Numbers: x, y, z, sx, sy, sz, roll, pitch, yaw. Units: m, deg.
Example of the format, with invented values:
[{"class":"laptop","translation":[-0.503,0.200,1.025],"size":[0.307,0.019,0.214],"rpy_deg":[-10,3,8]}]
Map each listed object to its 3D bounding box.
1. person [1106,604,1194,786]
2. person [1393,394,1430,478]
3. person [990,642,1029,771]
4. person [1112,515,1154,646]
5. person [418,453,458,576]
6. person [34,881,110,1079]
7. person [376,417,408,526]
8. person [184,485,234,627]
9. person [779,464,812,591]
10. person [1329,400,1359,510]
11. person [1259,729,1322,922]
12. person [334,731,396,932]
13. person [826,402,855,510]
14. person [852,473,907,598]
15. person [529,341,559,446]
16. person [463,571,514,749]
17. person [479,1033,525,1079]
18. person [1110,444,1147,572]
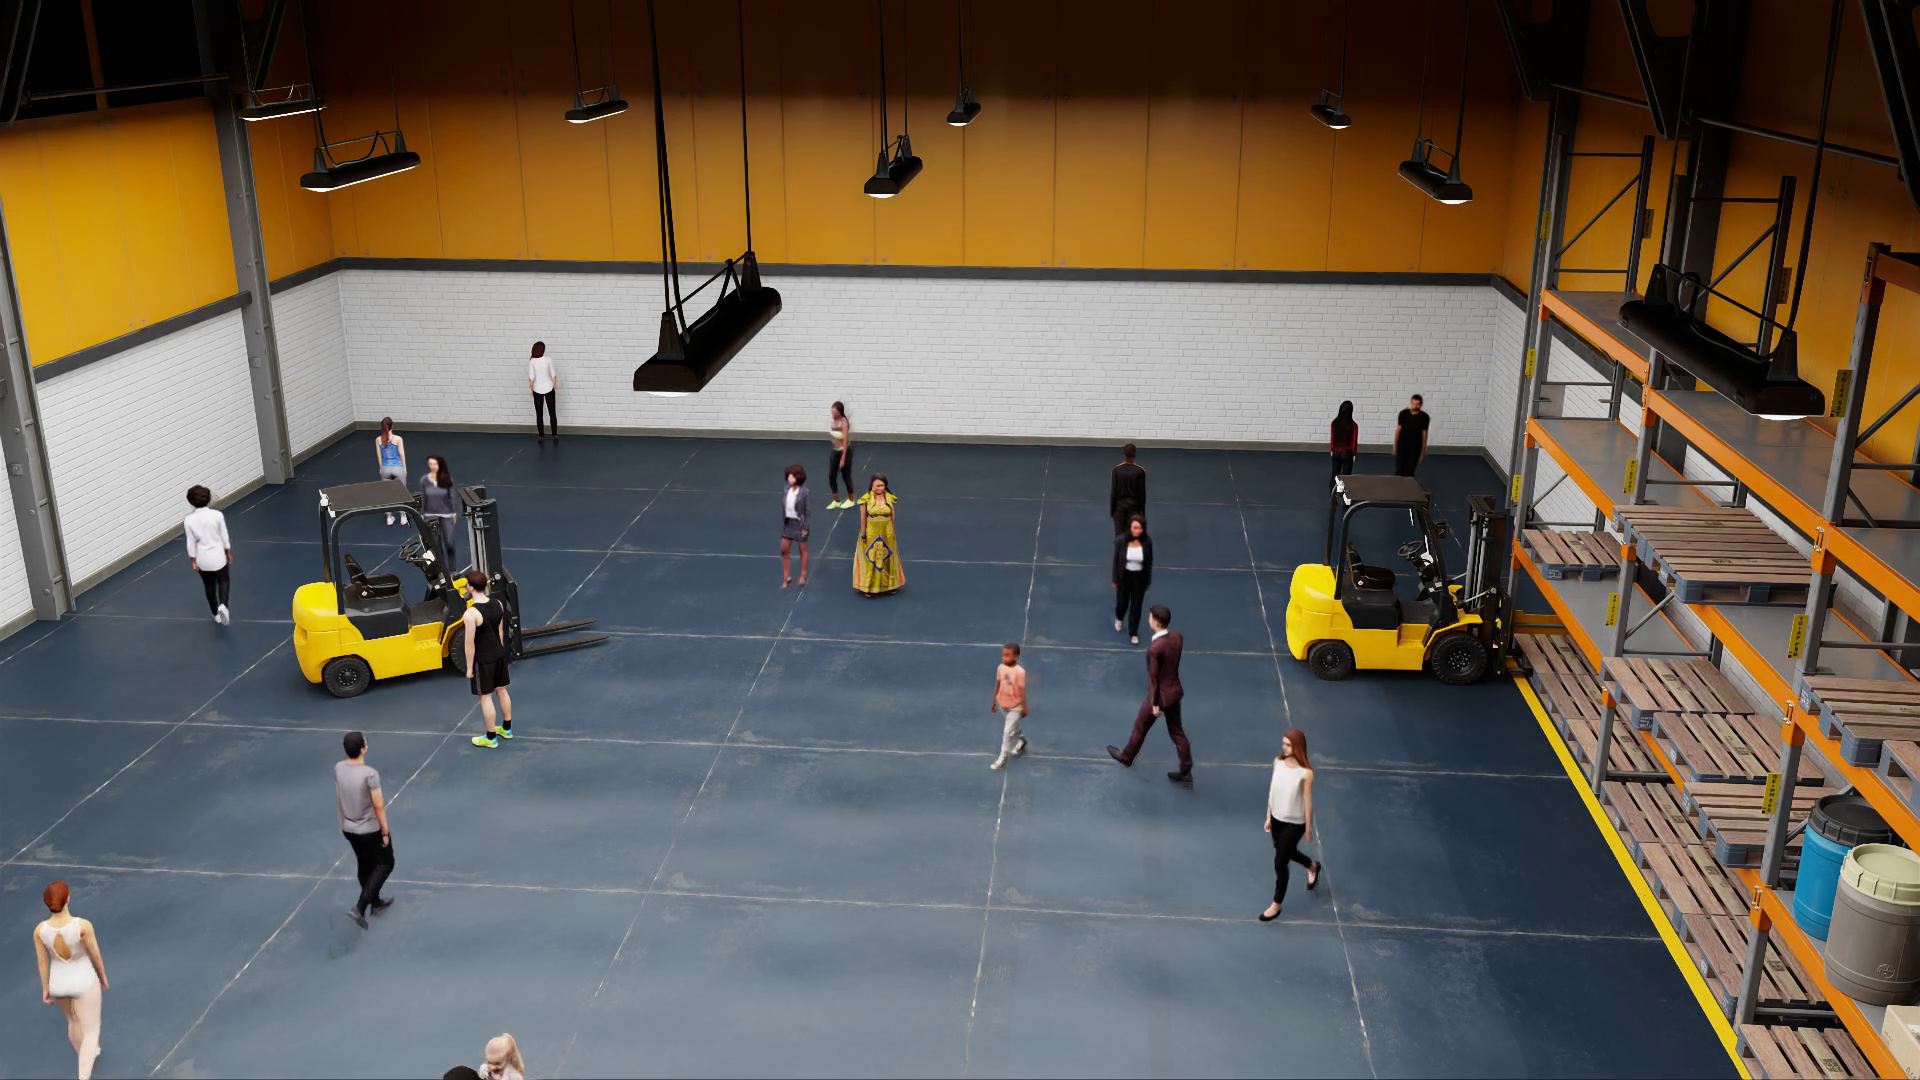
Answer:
[{"class":"person","translation":[2.078,1.561,16.383],"size":[1.227,1.815,1.245],"rpy_deg":[-17,25,-41]},{"class":"person","translation":[6.838,-1.393,25.285],"size":[0.778,1.732,0.954],"rpy_deg":[7,20,19]},{"class":"person","translation":[0.556,1.645,16.958],"size":[0.818,1.289,0.966],"rpy_deg":[15,24,37]},{"class":"person","translation":[2.050,0.444,20.026],"size":[0.738,1.606,0.837],"rpy_deg":[-2,19,-6]},{"class":"person","translation":[-6.906,-0.305,22.025],"size":[0.756,1.751,0.906],"rpy_deg":[-4,19,-11]},{"class":"person","translation":[-6.296,3.216,11.785],"size":[0.745,1.613,1.083],"rpy_deg":[-3,19,-10]},{"class":"person","translation":[-8.307,-1.016,24.360],"size":[0.564,1.608,0.551],"rpy_deg":[0,19,0]},{"class":"person","translation":[-9.183,0.218,20.406],"size":[0.896,1.793,1.052],"rpy_deg":[-8,20,-22]},{"class":"person","translation":[-2.100,-0.192,21.795],"size":[0.775,1.682,0.849],"rpy_deg":[9,21,26]},{"class":"person","translation":[5.774,-1.287,25.096],"size":[0.659,1.651,0.671],"rpy_deg":[13,23,34]},{"class":"person","translation":[2.852,2.375,14.162],"size":[1.038,1.691,1.046],"rpy_deg":[-12,22,-32]},{"class":"person","translation":[-5.021,2.443,13.884],"size":[0.766,1.739,0.989],"rpy_deg":[7,20,19]},{"class":"person","translation":[-1.739,-1.274,24.969],"size":[0.865,1.708,0.800],"rpy_deg":[-13,22,-33]},{"class":"person","translation":[-1.064,-0.082,21.513],"size":[1.013,1.655,0.986],"rpy_deg":[-8,20,-21]},{"class":"person","translation":[-7.150,-2.532,28.570],"size":[0.677,1.795,0.652],"rpy_deg":[-6,20,-17]},{"class":"person","translation":[-4.906,1.223,17.273],"size":[0.797,1.888,0.637],"rpy_deg":[9,21,25]},{"class":"person","translation":[-2.904,3.734,10.826],"size":[0.775,1.244,0.947],"rpy_deg":[12,22,32]},{"class":"person","translation":[2.241,-0.412,22.250],"size":[0.637,1.809,0.533],"rpy_deg":[3,19,8]}]
